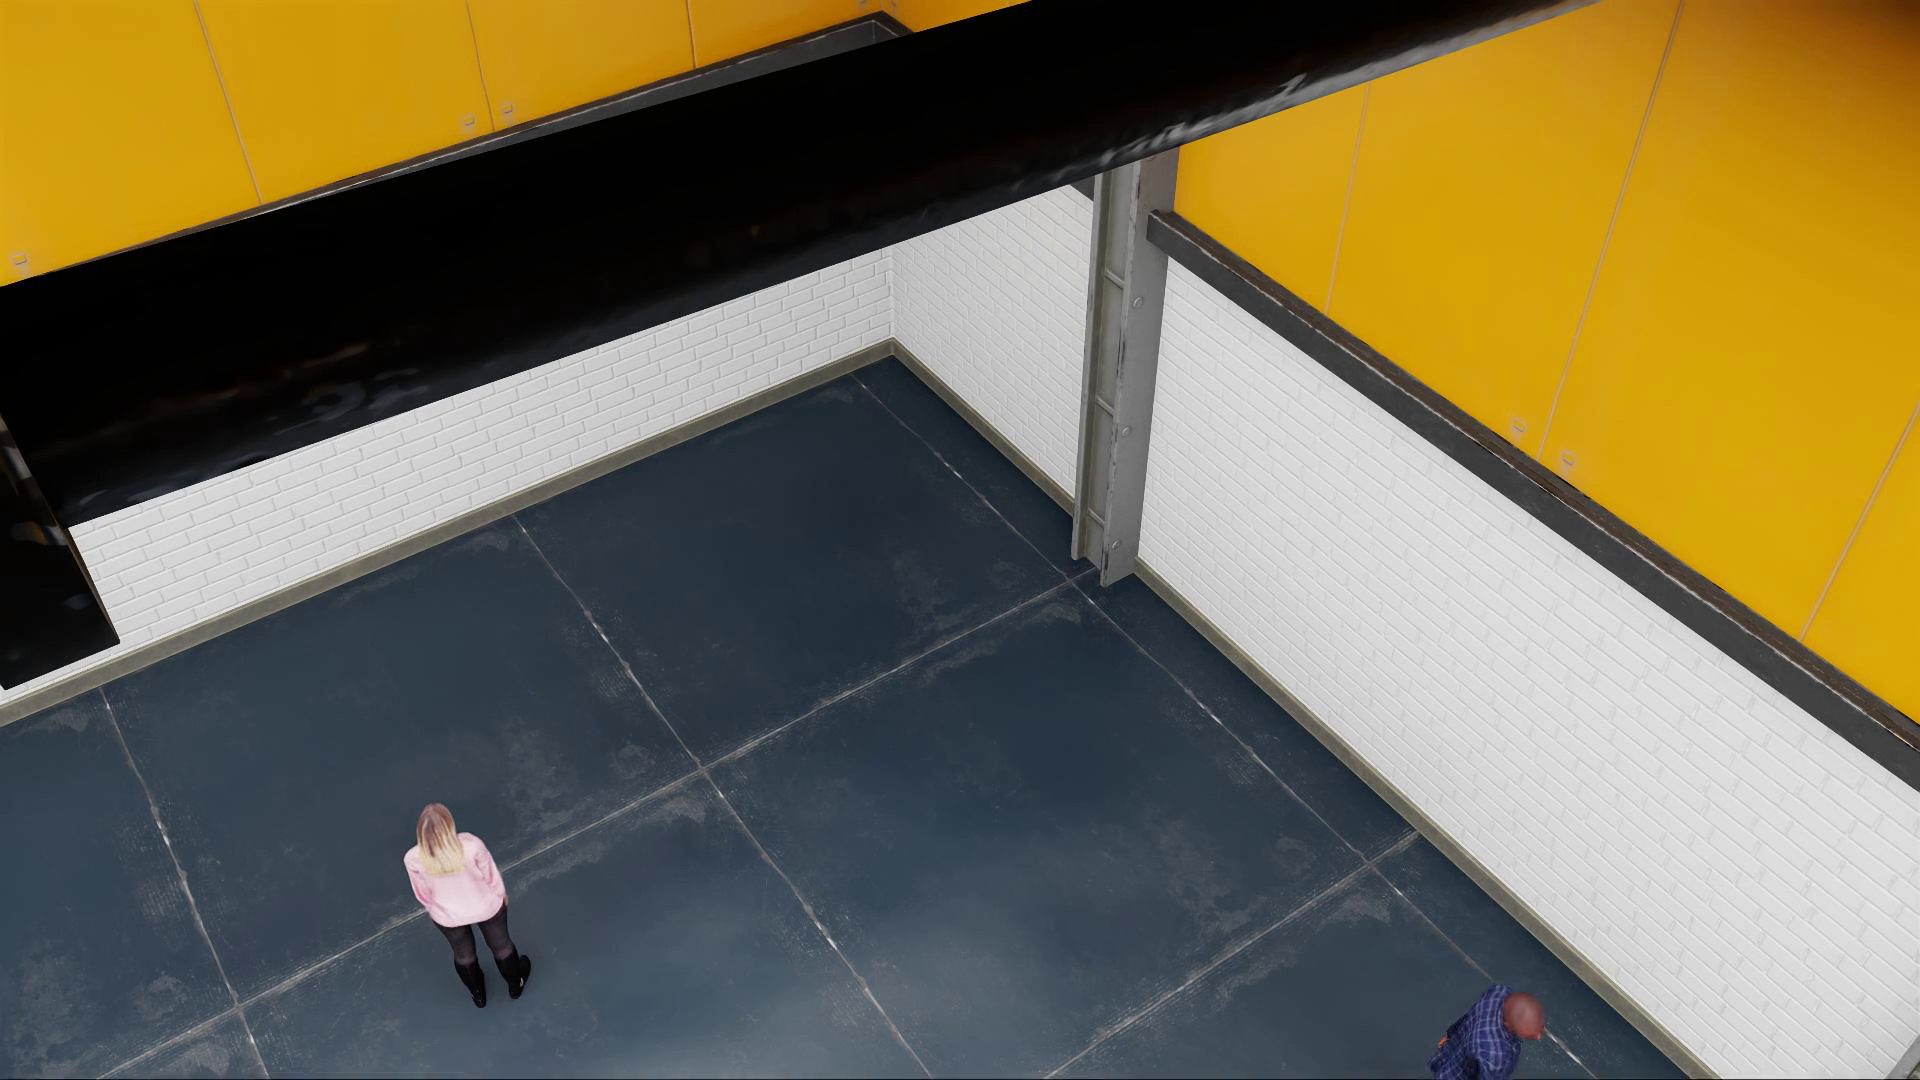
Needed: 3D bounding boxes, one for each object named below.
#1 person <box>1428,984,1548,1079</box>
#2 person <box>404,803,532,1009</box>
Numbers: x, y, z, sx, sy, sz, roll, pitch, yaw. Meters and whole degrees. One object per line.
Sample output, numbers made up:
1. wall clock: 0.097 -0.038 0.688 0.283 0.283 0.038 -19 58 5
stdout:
1. person: 2.453 2.643 8.230 0.851 1.779 0.818 6 44 6
2. person: -2.668 1.980 8.993 0.676 1.688 0.673 -7 44 -8
